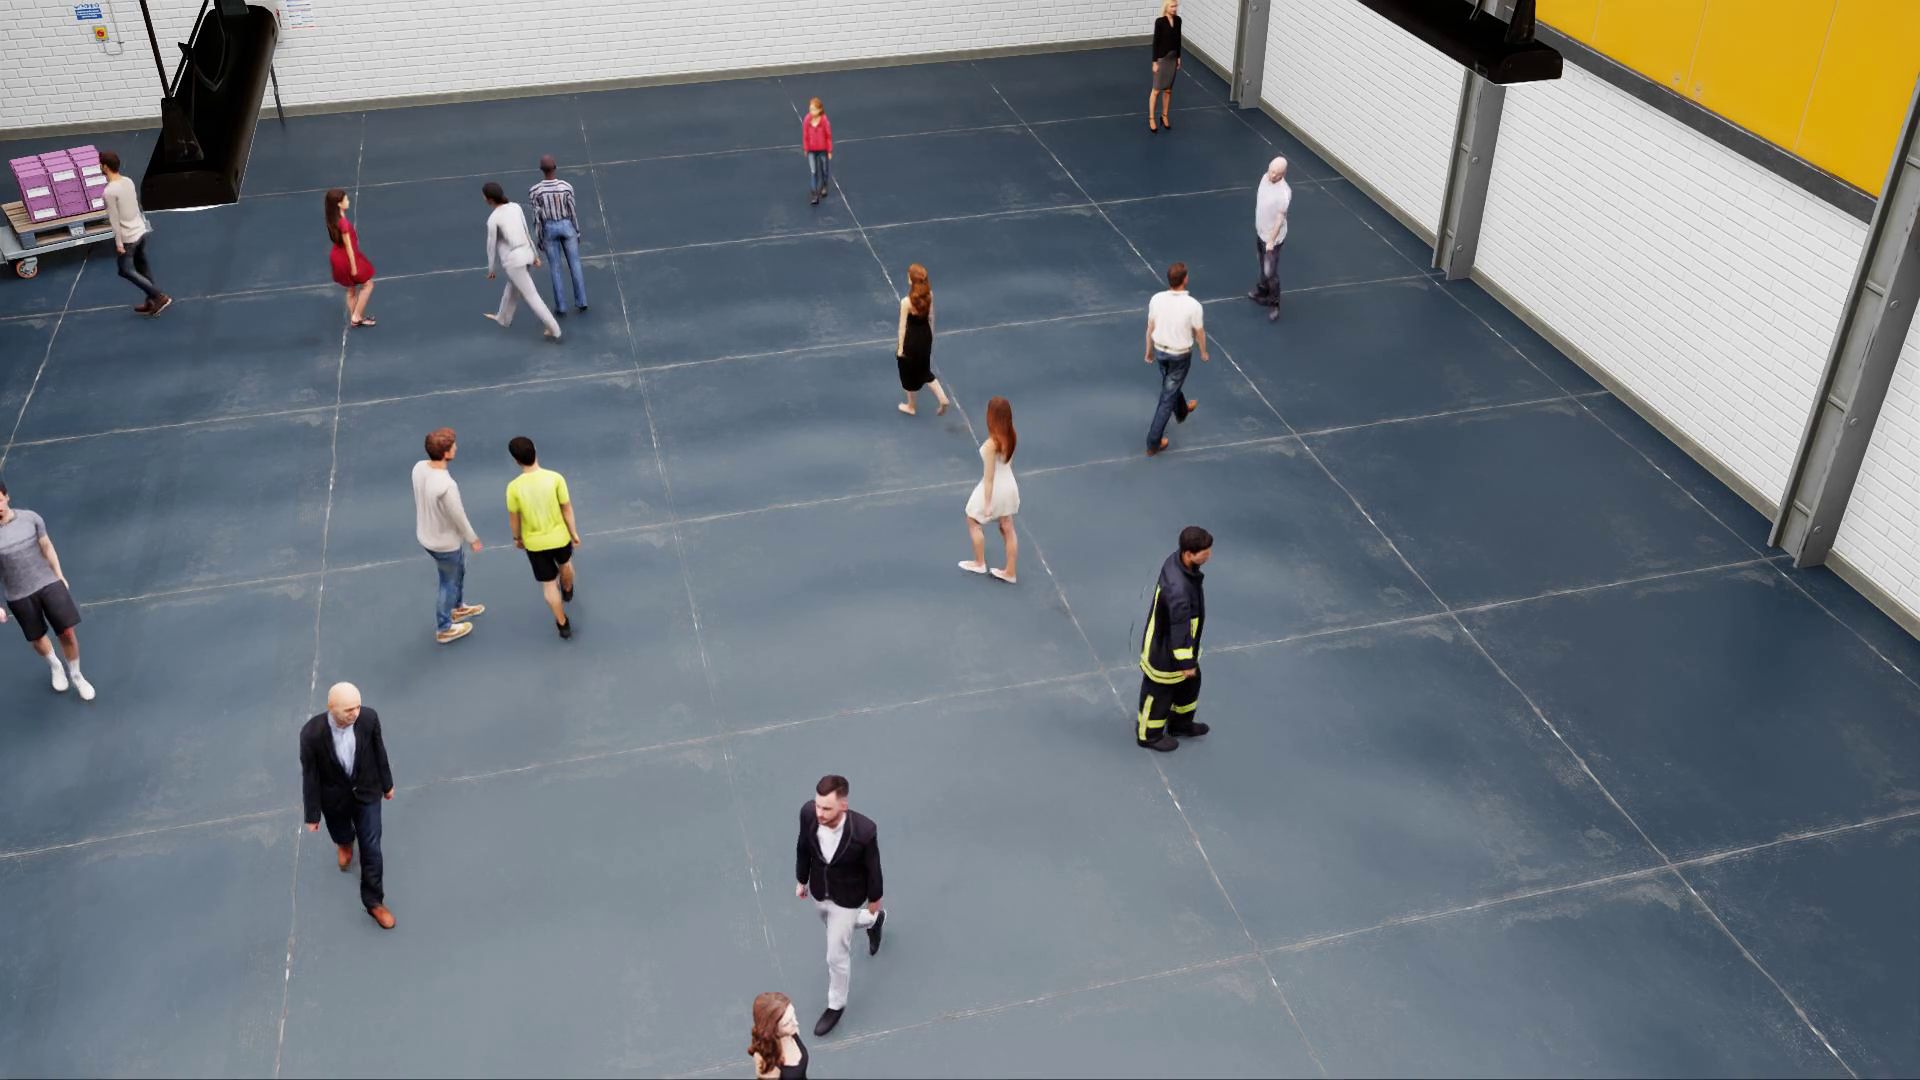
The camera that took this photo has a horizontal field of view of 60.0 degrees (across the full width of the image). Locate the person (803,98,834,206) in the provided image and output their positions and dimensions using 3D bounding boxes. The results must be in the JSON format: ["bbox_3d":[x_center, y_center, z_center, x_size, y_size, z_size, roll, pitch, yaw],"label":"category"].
[{"bbox_3d":[-1.745,-4.853,20.649,0.714,1.286,0.955,2,34,3],"label":"person"}]

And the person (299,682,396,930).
[{"bbox_3d":[-3.889,1.577,10.550,0.895,1.757,1.221,-13,36,-19],"label":"person"}]

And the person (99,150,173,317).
[{"bbox_3d":[-8.737,-3.215,17.675,0.855,1.850,0.784,3,34,4],"label":"person"}]

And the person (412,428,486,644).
[{"bbox_3d":[-4.033,0.037,12.767,0.888,1.867,0.799,-28,43,-35],"label":"person"}]

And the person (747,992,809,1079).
[{"bbox_3d":[-0.922,2.938,8.512,0.708,1.747,0.586,6,34,8],"label":"person"}]

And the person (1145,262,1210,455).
[{"bbox_3d":[1.905,-1.632,15.324,1.183,1.816,1.152,24,40,31],"label":"person"}]

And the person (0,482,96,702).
[{"bbox_3d":[-6.925,0.312,12.366,0.828,1.853,0.914,-21,39,-28],"label":"person"}]

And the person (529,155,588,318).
[{"bbox_3d":[-4.281,-3.245,17.768,0.631,1.796,0.538,-11,35,-15],"label":"person"}]

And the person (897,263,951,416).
[{"bbox_3d":[-0.362,-1.851,15.839,0.930,1.611,0.806,28,43,35],"label":"person"}]

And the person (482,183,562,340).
[{"bbox_3d":[-4.518,-2.858,17.303,1.167,1.667,1.178,16,37,23],"label":"person"}]

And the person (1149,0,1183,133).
[{"bbox_3d":[2.778,-6.459,22.565,0.665,1.840,0.631,-18,38,-25],"label":"person"}]

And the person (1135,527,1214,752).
[{"bbox_3d":[1.422,0.695,11.743,1.022,1.905,0.919,9,35,13],"label":"person"}]

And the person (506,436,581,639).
[{"bbox_3d":[-3.211,0.020,12.972,0.702,1.670,0.989,-10,35,-15],"label":"person"}]

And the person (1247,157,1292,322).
[{"bbox_3d":[3.336,-3.312,17.859,0.943,1.807,0.511,0,34,1],"label":"person"}]

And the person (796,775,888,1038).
[{"bbox_3d":[-0.659,2.025,9.822,1.142,1.816,1.205,15,37,22],"label":"person"}]

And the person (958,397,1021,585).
[{"bbox_3d":[0.376,-0.364,13.523,0.877,1.699,0.804,23,40,31],"label":"person"}]

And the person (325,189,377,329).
[{"bbox_3d":[-6.531,-2.942,17.541,0.726,1.544,0.671,-27,42,-34],"label":"person"}]
